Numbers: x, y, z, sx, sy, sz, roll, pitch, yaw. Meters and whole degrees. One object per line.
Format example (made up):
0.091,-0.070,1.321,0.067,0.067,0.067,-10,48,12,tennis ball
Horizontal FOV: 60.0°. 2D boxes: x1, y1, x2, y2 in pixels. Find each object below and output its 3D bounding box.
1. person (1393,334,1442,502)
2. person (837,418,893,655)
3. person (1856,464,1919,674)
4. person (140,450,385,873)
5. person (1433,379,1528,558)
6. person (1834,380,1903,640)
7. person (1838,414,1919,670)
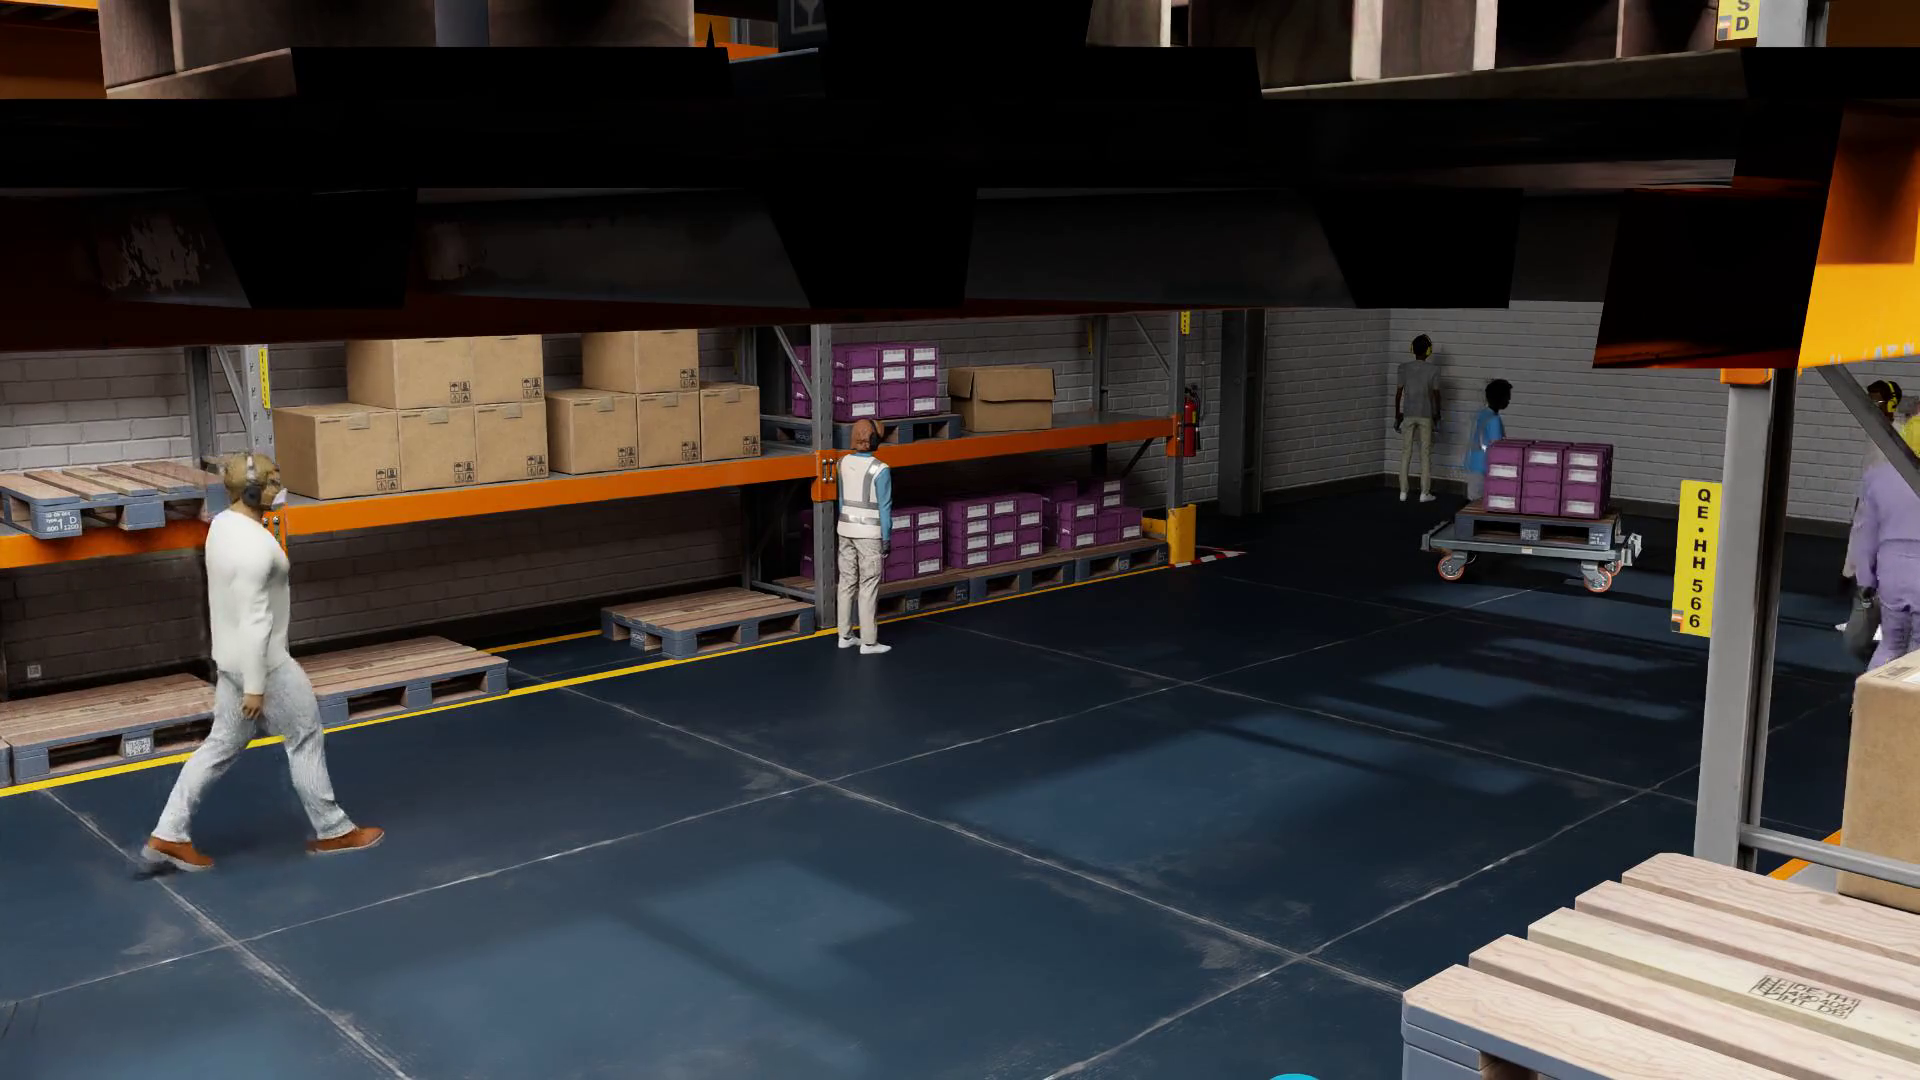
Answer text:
5.119,-1.357,18.584,0.536,1.869,0.314,5,11,29,person
-0.663,-0.023,11.479,0.508,1.628,0.319,9,13,42,person
5.298,0.244,9.163,0.448,1.891,0.643,-6,11,-32,person
-3.166,0.541,7.389,0.991,1.904,0.628,-7,12,-37,person
4.714,-0.640,15.064,0.840,1.648,0.533,2,10,13,person
6.586,-0.215,11.933,0.316,1.861,0.514,0,10,1,person
5.257,0.214,9.326,0.536,1.881,0.675,-6,11,-30,person
